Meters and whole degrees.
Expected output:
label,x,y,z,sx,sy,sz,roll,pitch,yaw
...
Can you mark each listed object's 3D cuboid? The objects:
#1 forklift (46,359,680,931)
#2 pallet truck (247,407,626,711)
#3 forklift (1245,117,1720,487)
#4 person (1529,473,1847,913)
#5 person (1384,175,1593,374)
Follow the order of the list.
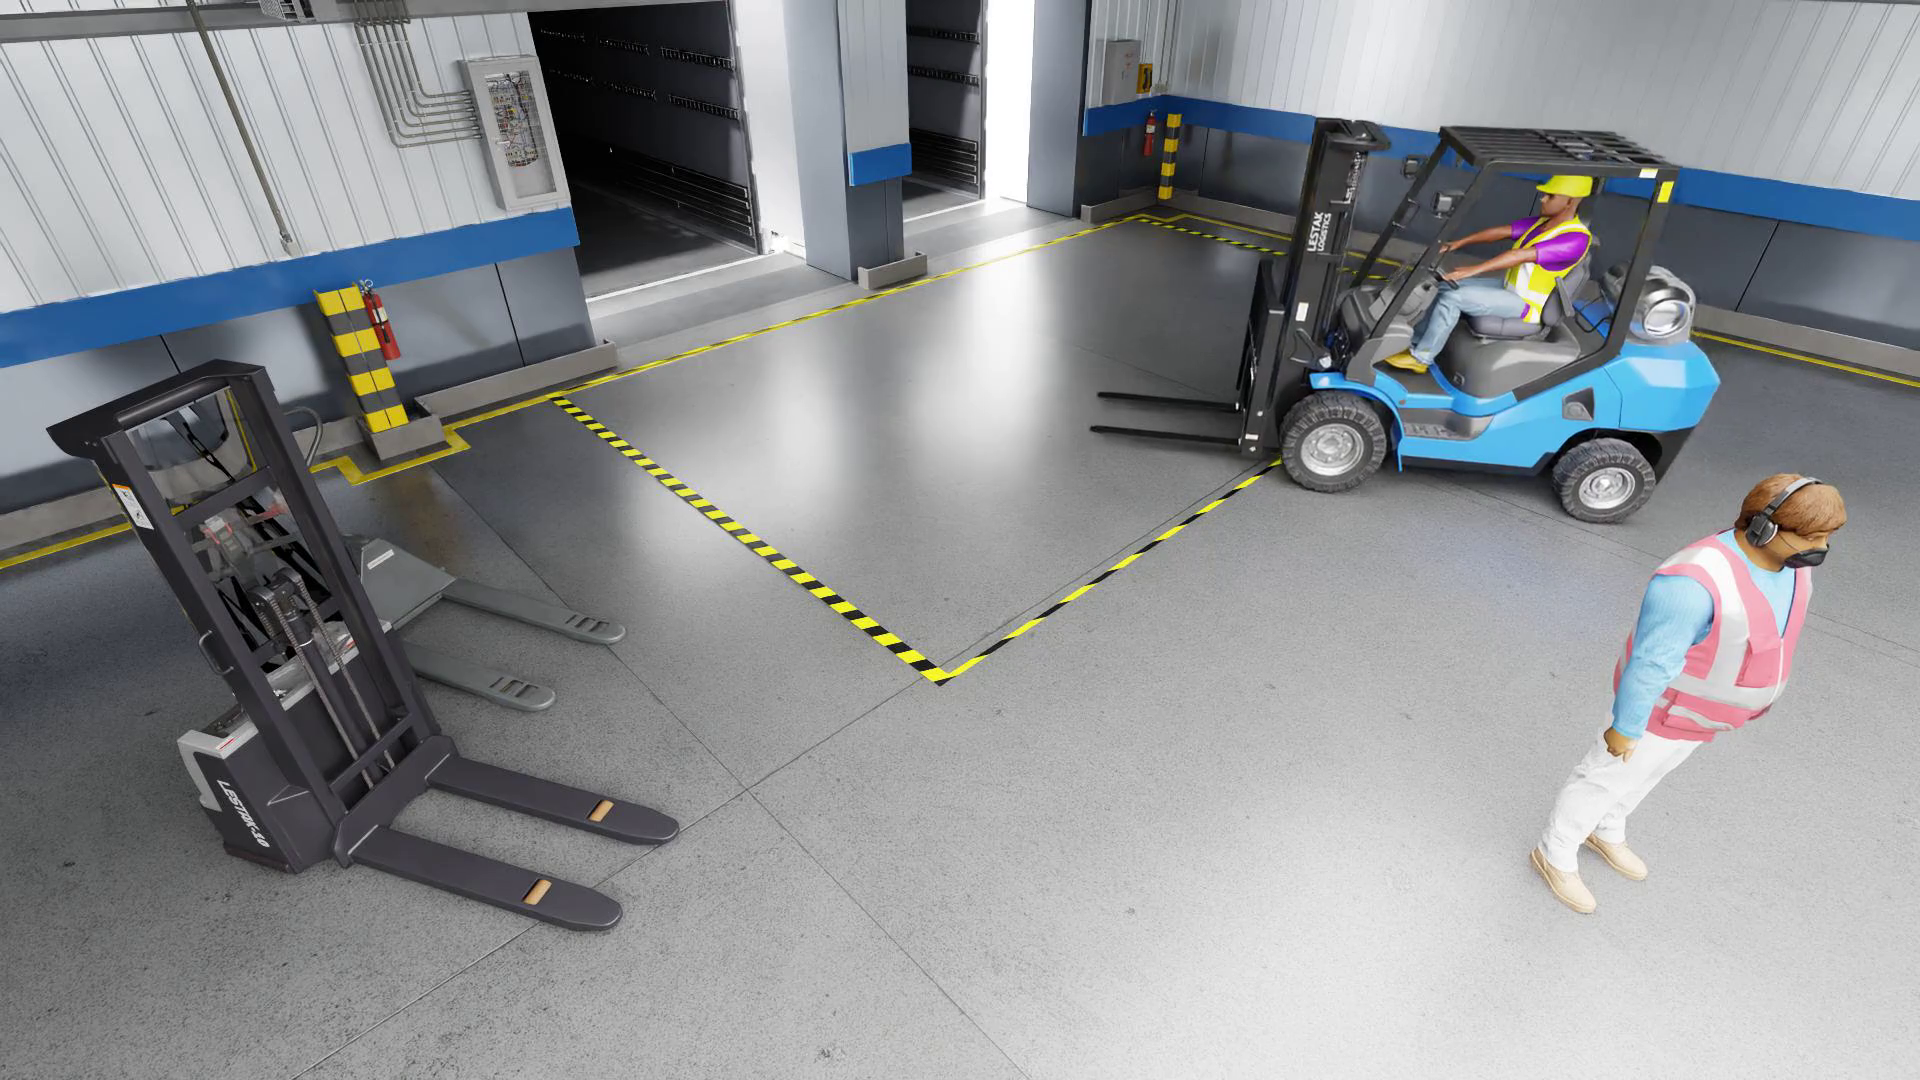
label,x,y,z,sx,sy,sz,roll,pitch,yaw
forklift,-2.135,0.422,3.354,1.885,1.965,0.823,10,35,14
pallet truck,-2.628,0.038,4.590,1.601,1.201,0.680,12,36,18
forklift,3.349,-1.532,5.911,2.680,2.036,1.157,7,35,10
person,2.550,0.583,3.254,0.632,1.843,0.429,-15,37,-21
person,3.292,-1.698,5.822,1.004,1.293,0.635,7,35,10
